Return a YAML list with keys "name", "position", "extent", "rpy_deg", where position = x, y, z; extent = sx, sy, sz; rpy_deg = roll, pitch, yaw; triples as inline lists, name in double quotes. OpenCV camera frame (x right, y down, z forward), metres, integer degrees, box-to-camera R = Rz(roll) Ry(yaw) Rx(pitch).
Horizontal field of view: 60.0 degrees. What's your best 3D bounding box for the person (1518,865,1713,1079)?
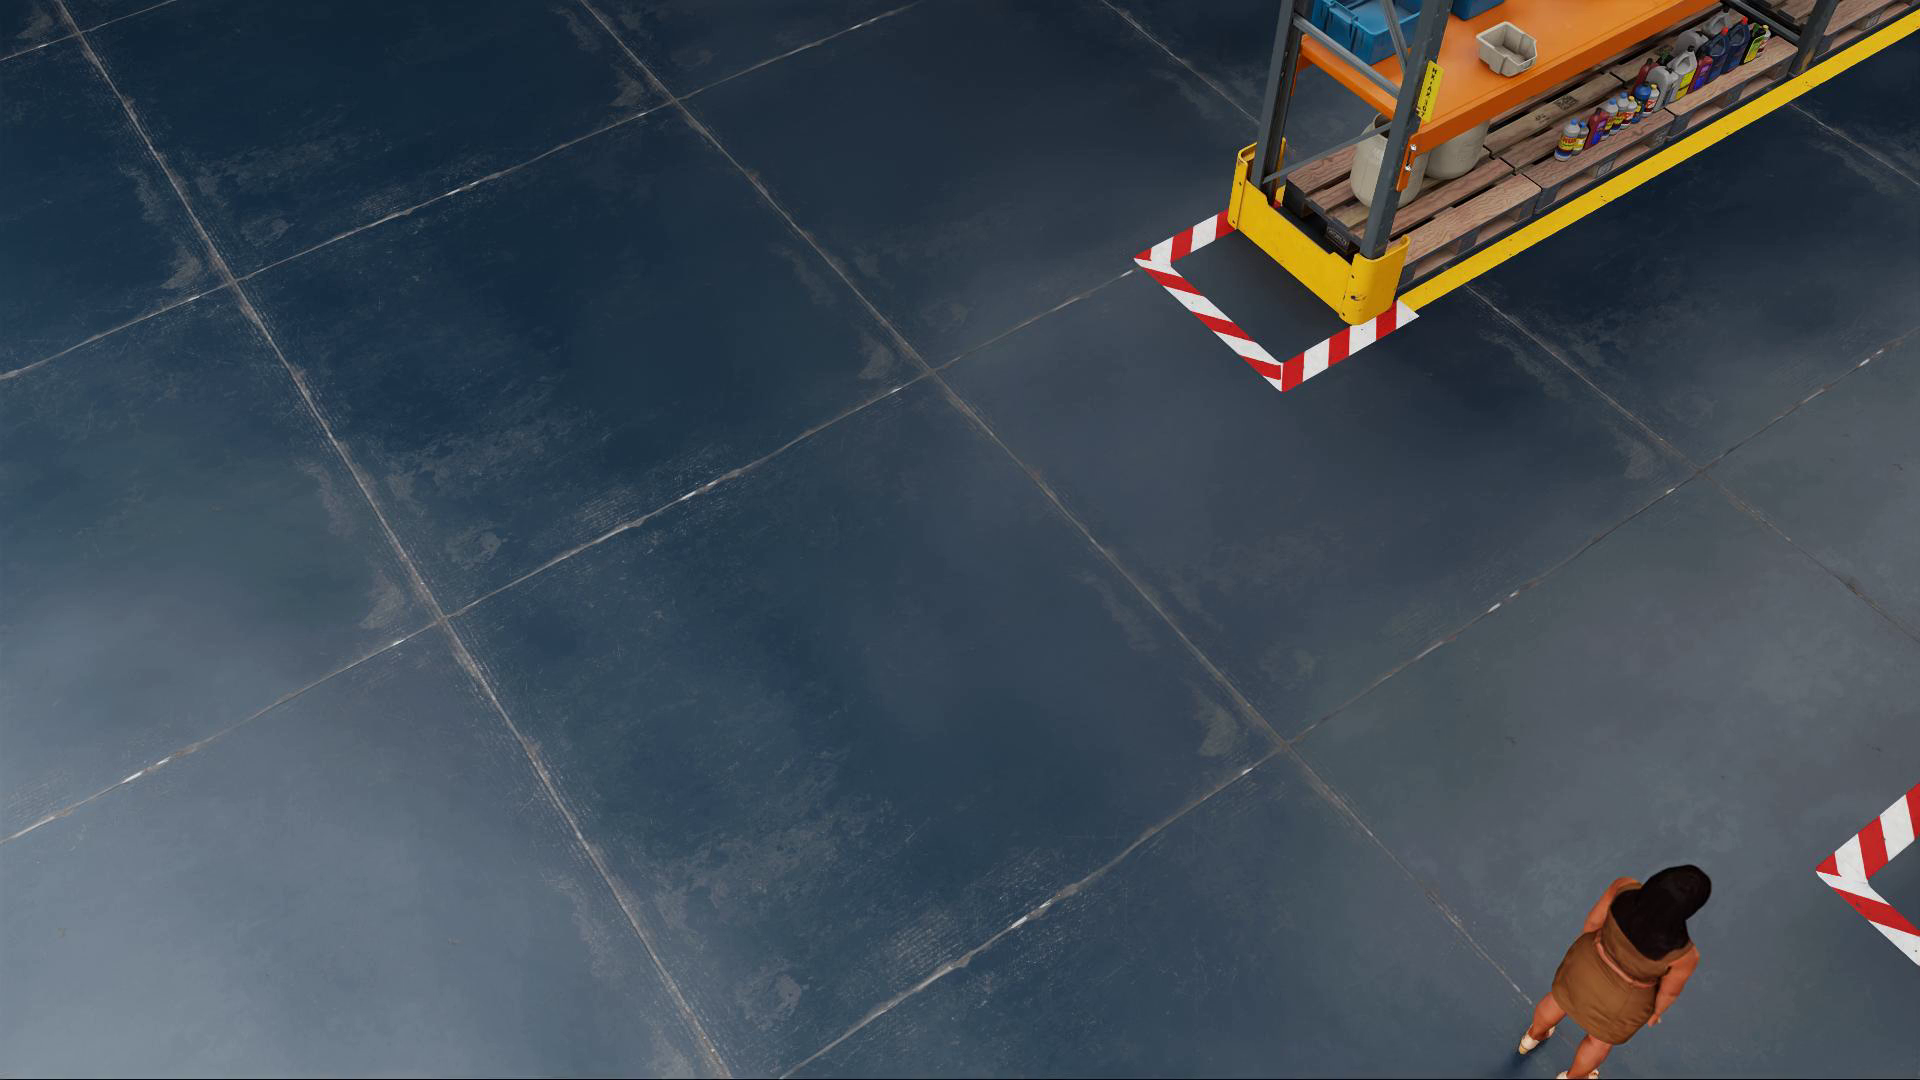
- name: "person"
  position: [2.499, 1.674, 6.363]
  extent: [0.506, 1.689, 0.569]
  rpy_deg: [-27, 57, -19]
